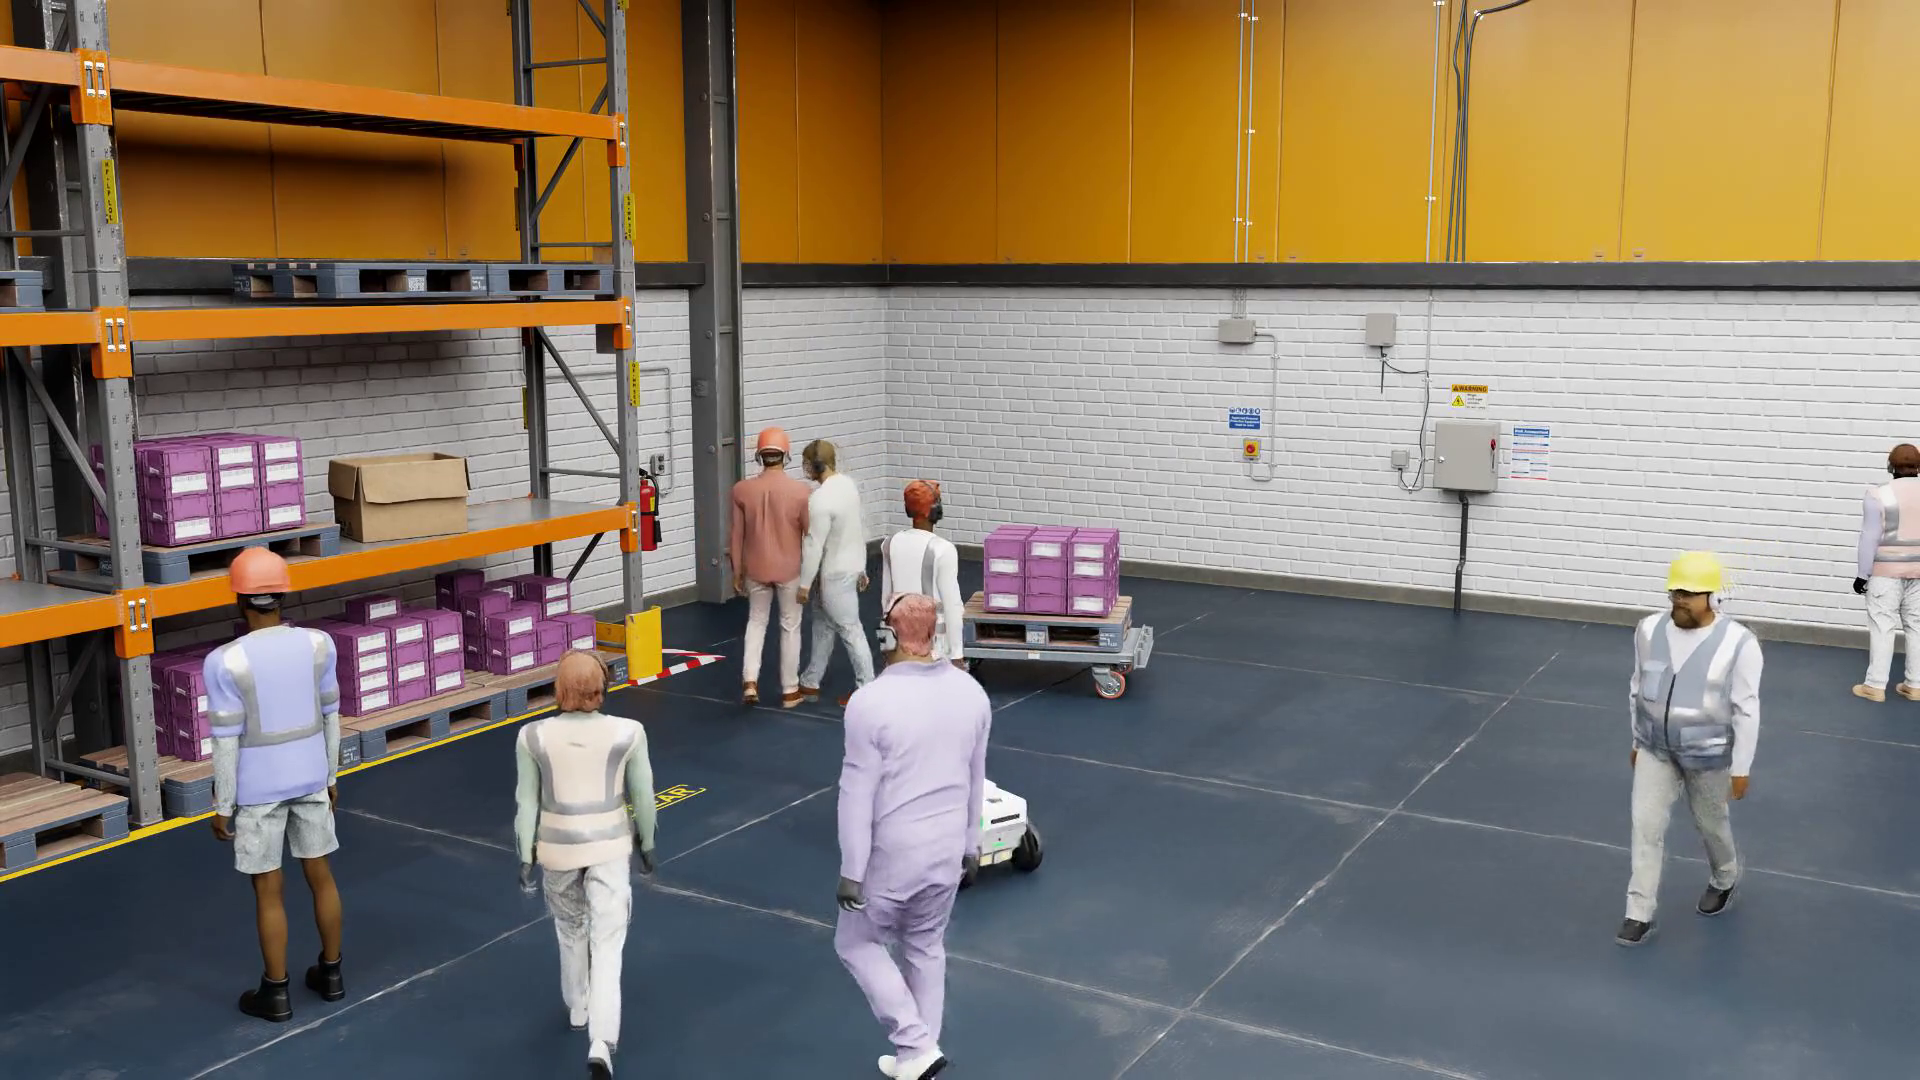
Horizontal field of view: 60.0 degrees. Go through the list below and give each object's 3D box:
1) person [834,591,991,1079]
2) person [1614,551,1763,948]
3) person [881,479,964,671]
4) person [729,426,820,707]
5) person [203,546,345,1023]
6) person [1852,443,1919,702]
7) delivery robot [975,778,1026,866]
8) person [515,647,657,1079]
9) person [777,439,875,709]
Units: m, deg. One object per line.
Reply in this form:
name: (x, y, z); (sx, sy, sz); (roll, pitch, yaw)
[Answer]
person: (-0.187, 1.126, 6.069); (0.662, 1.885, 0.450); (-8, 12, -40)
person: (3.368, 0.922, 7.635); (0.902, 1.799, 0.602); (-8, 12, -43)
person: (-0.195, 0.594, 9.405); (0.574, 1.884, 0.356); (8, 12, 42)
person: (-1.260, 0.196, 11.559); (0.640, 1.986, 0.484); (2, 9, 12)
person: (-2.790, 0.987, 6.776); (0.371, 1.939, 0.543); (8, 12, 41)
person: (6.646, 0.233, 11.799); (0.624, 1.840, 0.430); (0, 9, -2)
delivery robot: (0.017, 1.358, 8.474); (0.477, 0.478, 0.707); (-6, 11, -35)
person: (-1.437, 1.219, 6.381); (0.529, 1.608, 0.810); (-1, 9, -5)
person: (-0.963, 0.248, 11.510); (0.901, 1.896, 0.641); (2, 9, 12)
